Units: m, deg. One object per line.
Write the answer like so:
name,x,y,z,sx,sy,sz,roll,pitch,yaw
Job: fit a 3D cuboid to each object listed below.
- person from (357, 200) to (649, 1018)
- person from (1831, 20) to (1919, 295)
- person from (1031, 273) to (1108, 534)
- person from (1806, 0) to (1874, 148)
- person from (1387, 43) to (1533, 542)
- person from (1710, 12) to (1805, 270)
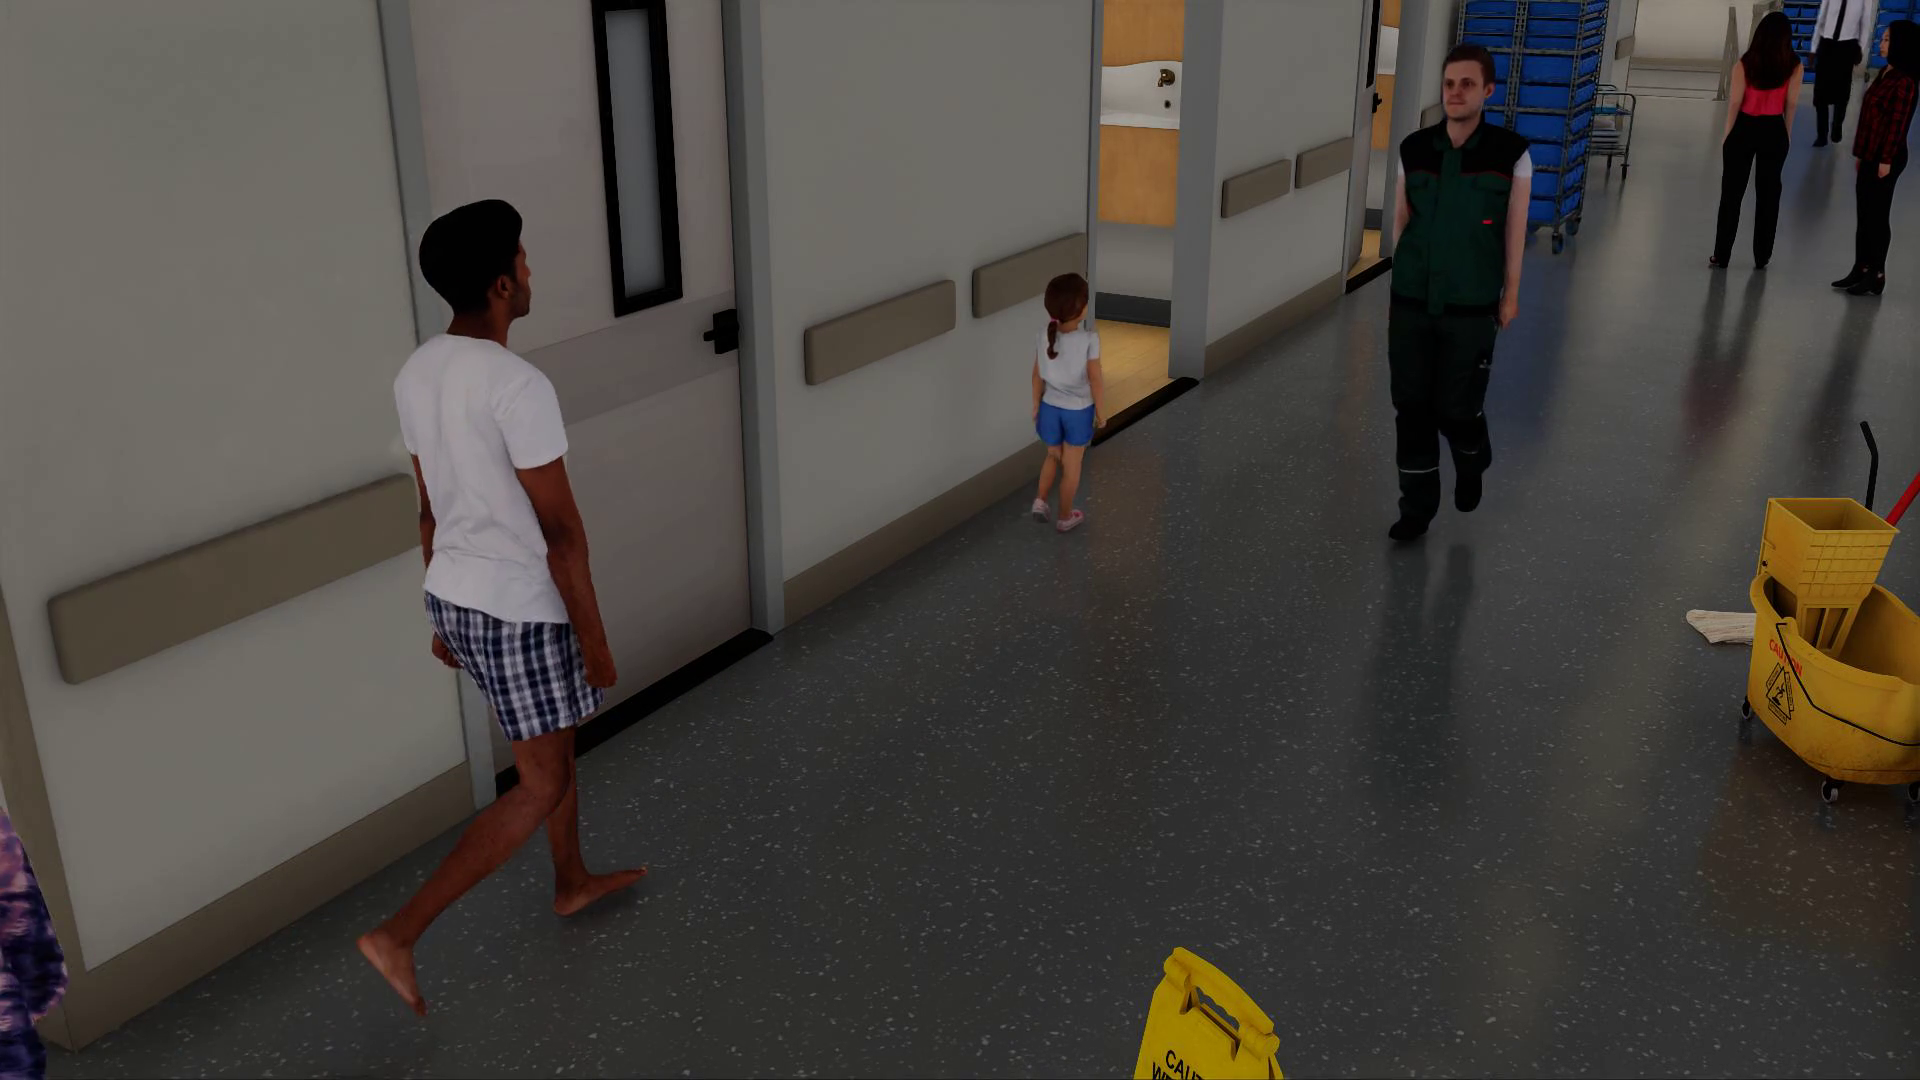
person,-1.014,0.181,3.518,0.818,1.708,1.093,19,28,41
person,5.733,-2.364,10.318,0.708,1.651,0.576,3,21,7
person,0.384,-0.501,6.300,0.428,1.013,0.497,12,24,29
person,8.870,-4.906,16.792,0.691,1.820,0.756,15,25,34
person,1.840,-0.907,6.206,0.647,1.836,0.796,13,24,31
person,5.301,-2.652,11.067,0.638,1.660,0.605,5,21,13
